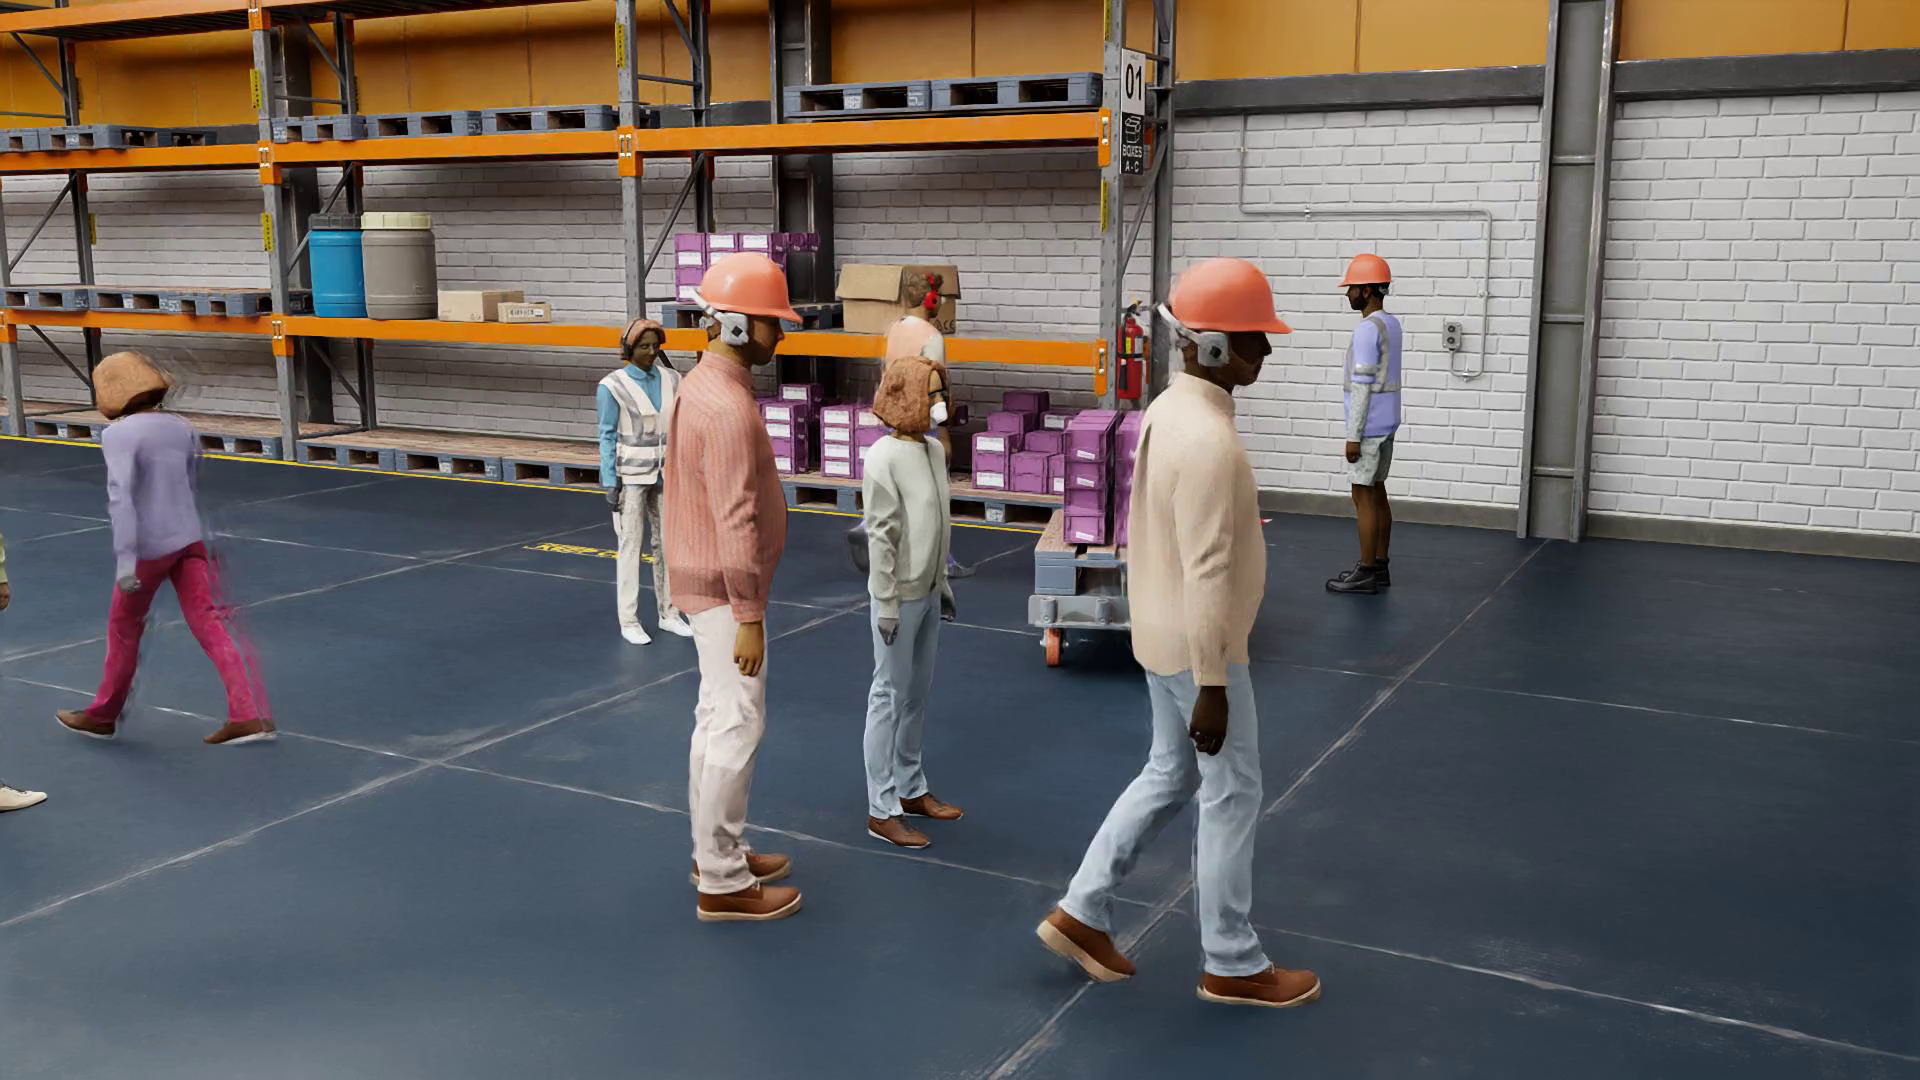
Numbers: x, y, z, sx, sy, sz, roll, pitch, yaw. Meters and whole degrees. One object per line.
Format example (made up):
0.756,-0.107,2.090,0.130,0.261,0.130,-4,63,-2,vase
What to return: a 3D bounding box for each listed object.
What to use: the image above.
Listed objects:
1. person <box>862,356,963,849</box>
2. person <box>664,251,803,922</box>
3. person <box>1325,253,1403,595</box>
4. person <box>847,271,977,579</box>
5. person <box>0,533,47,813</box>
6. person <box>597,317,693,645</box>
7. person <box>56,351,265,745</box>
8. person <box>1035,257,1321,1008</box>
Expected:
-0.157,0.197,5.606,0.279,1.634,0.499,4,11,23,person
-0.661,0.148,4.930,0.410,1.981,0.629,-3,11,-16,person
2.306,-0.653,9.474,0.383,1.931,0.544,6,12,30,person
-0.272,-0.654,9.747,0.655,1.830,0.580,-6,12,-28,person
-3.530,0.092,5.821,0.533,1.767,0.313,4,11,23,person
-1.575,-0.294,8.309,0.318,1.630,0.529,9,14,41,person
-3.202,0.049,6.583,0.887,1.568,0.562,2,11,13,person
0.587,0.266,4.344,0.627,1.999,0.643,-1,10,-5,person
